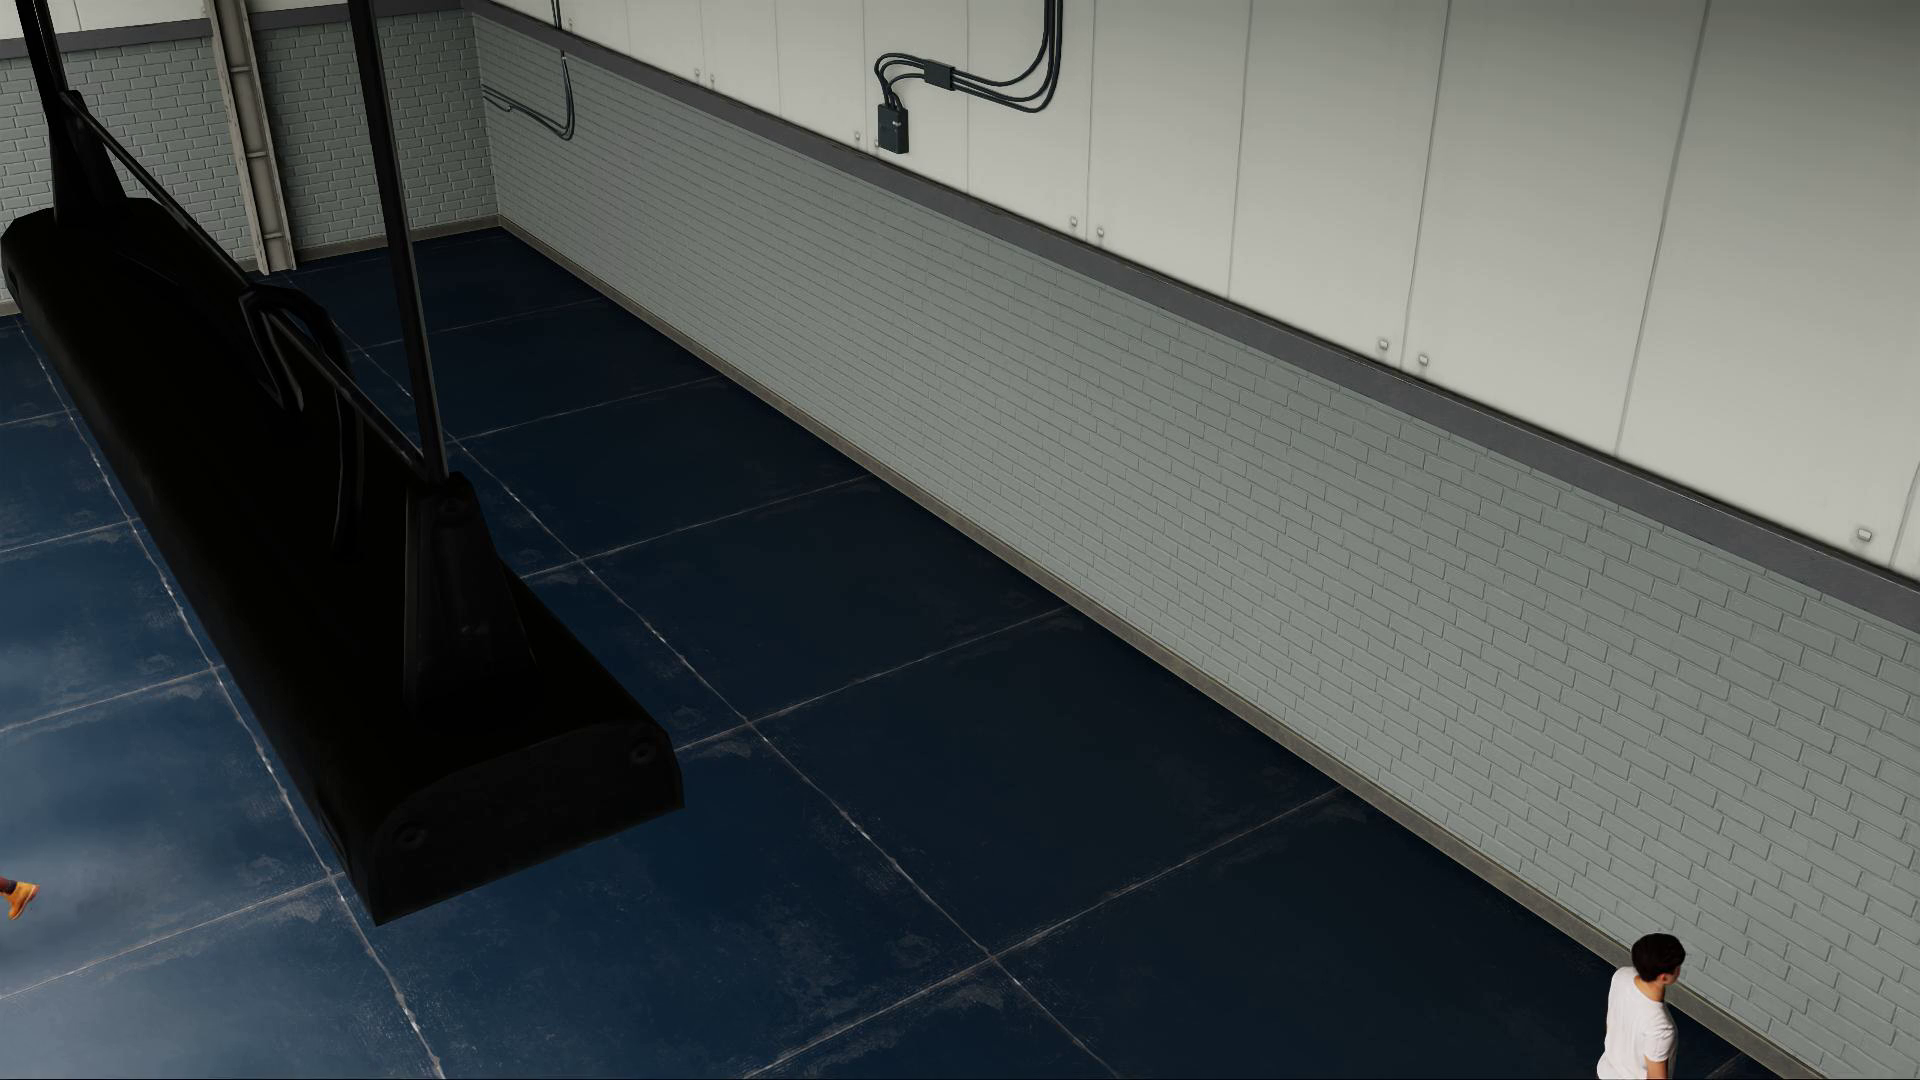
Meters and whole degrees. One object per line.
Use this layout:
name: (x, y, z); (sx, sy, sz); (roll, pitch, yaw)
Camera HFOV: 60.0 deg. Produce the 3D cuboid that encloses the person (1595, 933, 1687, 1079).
person: (3.183, 2.558, 7.902); (0.704, 1.722, 0.704); (-3, 28, -5)
